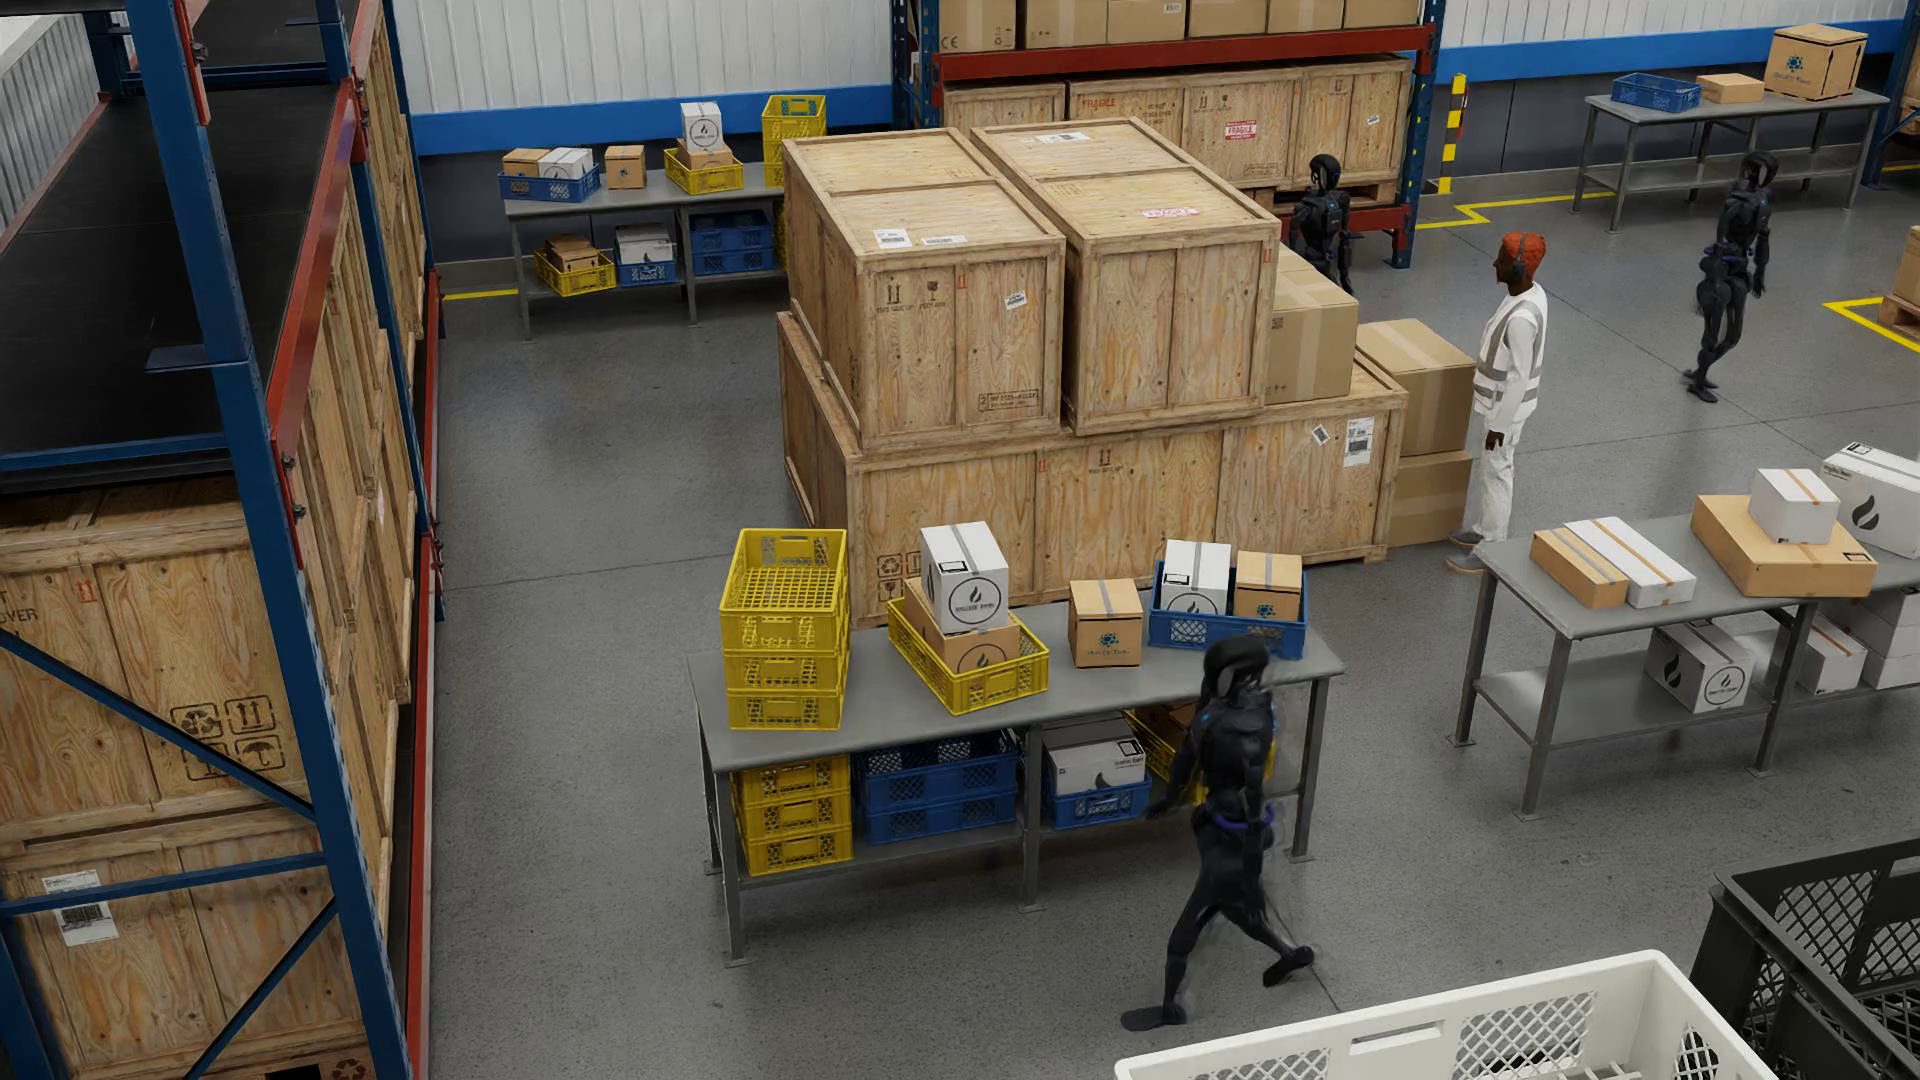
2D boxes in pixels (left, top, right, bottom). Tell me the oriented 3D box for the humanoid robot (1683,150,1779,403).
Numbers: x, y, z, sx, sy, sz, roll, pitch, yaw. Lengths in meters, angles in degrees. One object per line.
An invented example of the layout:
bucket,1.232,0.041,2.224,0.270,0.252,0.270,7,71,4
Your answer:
humanoid robot,4.972,-1.714,10.774,0.597,1.654,0.371,-17,33,-28

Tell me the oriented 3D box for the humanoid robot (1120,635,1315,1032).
humanoid robot,0.970,1.008,5.863,0.722,1.634,0.576,-2,29,-4

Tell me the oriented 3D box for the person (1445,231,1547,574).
person,2.842,-0.705,8.722,0.337,1.882,0.583,9,30,16

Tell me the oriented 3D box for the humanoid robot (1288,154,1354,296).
humanoid robot,2.277,-1.665,10.680,0.582,1.655,0.327,-20,35,-32
